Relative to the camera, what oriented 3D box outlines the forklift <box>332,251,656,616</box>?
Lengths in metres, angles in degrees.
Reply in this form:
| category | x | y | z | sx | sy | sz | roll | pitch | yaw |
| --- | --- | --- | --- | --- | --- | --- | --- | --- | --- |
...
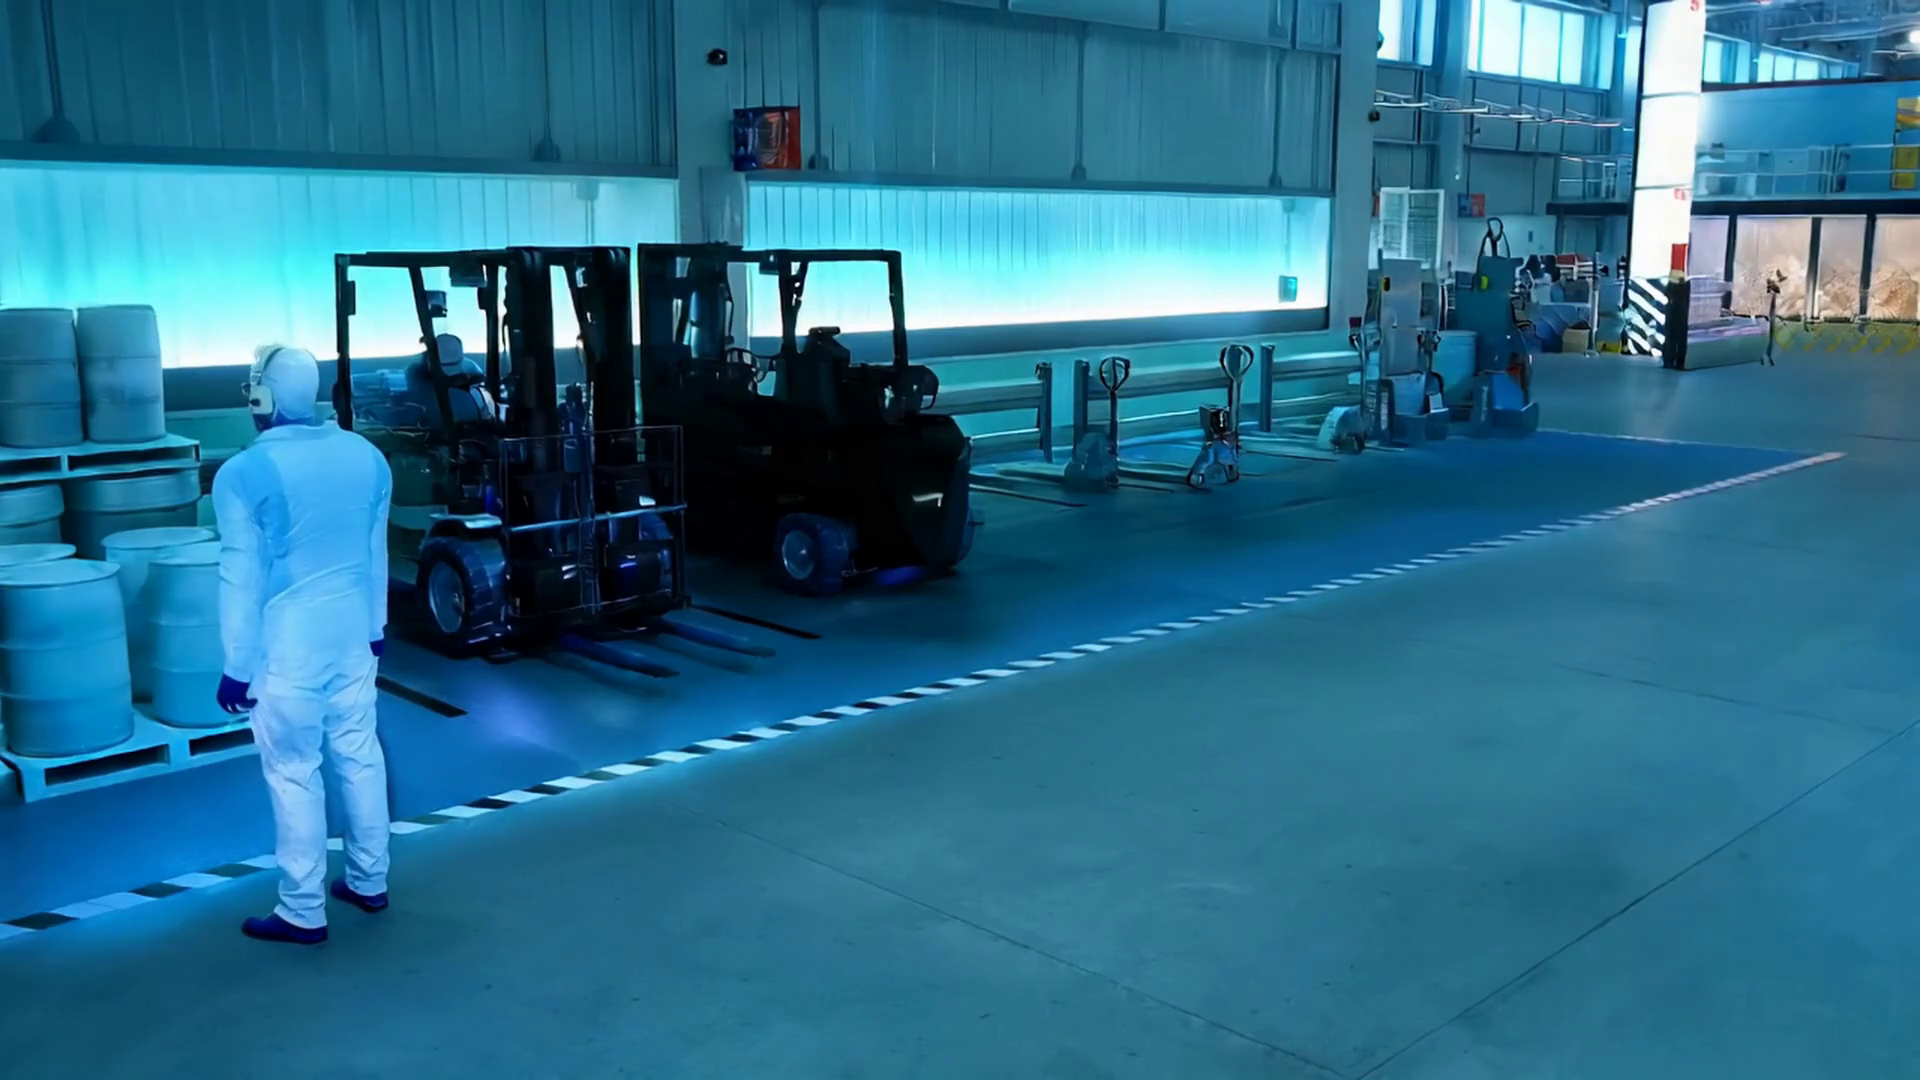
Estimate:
| category | x | y | z | sx | sy | sz | roll | pitch | yaw |
| --- | --- | --- | --- | --- | --- | --- | --- | --- | --- |
| forklift | -2.833 | -0.669 | 9.694 | 1.157 | 1.987 | 2.680 | -10 | 14 | -44 |

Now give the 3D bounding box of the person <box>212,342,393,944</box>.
| category | x | y | z | sx | sy | sz | roll | pitch | yaw |
| --- | --- | --- | --- | --- | --- | --- | --- | --- | --- |
| person | -2.104 | 0.327 | 5.316 | 0.410 | 1.913 | 0.643 | 5 | 12 | 25 |

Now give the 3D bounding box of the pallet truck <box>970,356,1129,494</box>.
| category | x | y | z | sx | sy | sz | roll | pitch | yaw |
| --- | --- | --- | --- | --- | --- | --- | --- | --- | --- |
| pallet truck | 0.784 | -1.085 | 14.876 | 0.680 | 1.201 | 1.601 | -10 | 14 | -44 |

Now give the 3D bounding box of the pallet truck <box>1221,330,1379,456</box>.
| category | x | y | z | sx | sy | sz | roll | pitch | yaw |
| --- | --- | --- | --- | --- | --- | --- | --- | --- | --- |
| pallet truck | 3.563 | -1.581 | 17.381 | 0.653 | 1.274 | 1.630 | -10 | 14 | -44 |

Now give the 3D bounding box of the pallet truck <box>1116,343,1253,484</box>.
| category | x | y | z | sx | sy | sz | roll | pitch | yaw |
| --- | --- | --- | --- | --- | --- | --- | --- | --- | --- |
| pallet truck | 1.962 | -1.215 | 15.415 | 1.522 | 1.261 | 0.704 | 10 | 14 | 43 |

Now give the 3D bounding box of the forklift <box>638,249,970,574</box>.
| category | x | y | z | sx | sy | sz | roll | pitch | yaw |
| --- | --- | --- | --- | --- | --- | --- | --- | --- | --- |
| forklift | -1.173 | -0.958 | 11.239 | 2.680 | 1.987 | 1.157 | 10 | 14 | 43 |

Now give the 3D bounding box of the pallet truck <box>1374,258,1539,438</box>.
| category | x | y | z | sx | sy | sz | roll | pitch | yaw |
| --- | --- | --- | --- | --- | --- | --- | --- | --- | --- |
| pallet truck | 5.704 | -2.208 | 18.901 | 1.885 | 1.965 | 0.823 | 10 | 14 | 43 |

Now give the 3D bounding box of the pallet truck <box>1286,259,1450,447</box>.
| category | x | y | z | sx | sy | sz | roll | pitch | yaw |
| --- | --- | --- | --- | --- | --- | --- | --- | --- | --- |
| pallet truck | 4.493 | -2.078 | 18.196 | 0.823 | 1.965 | 1.885 | -9 | 14 | -40 |
